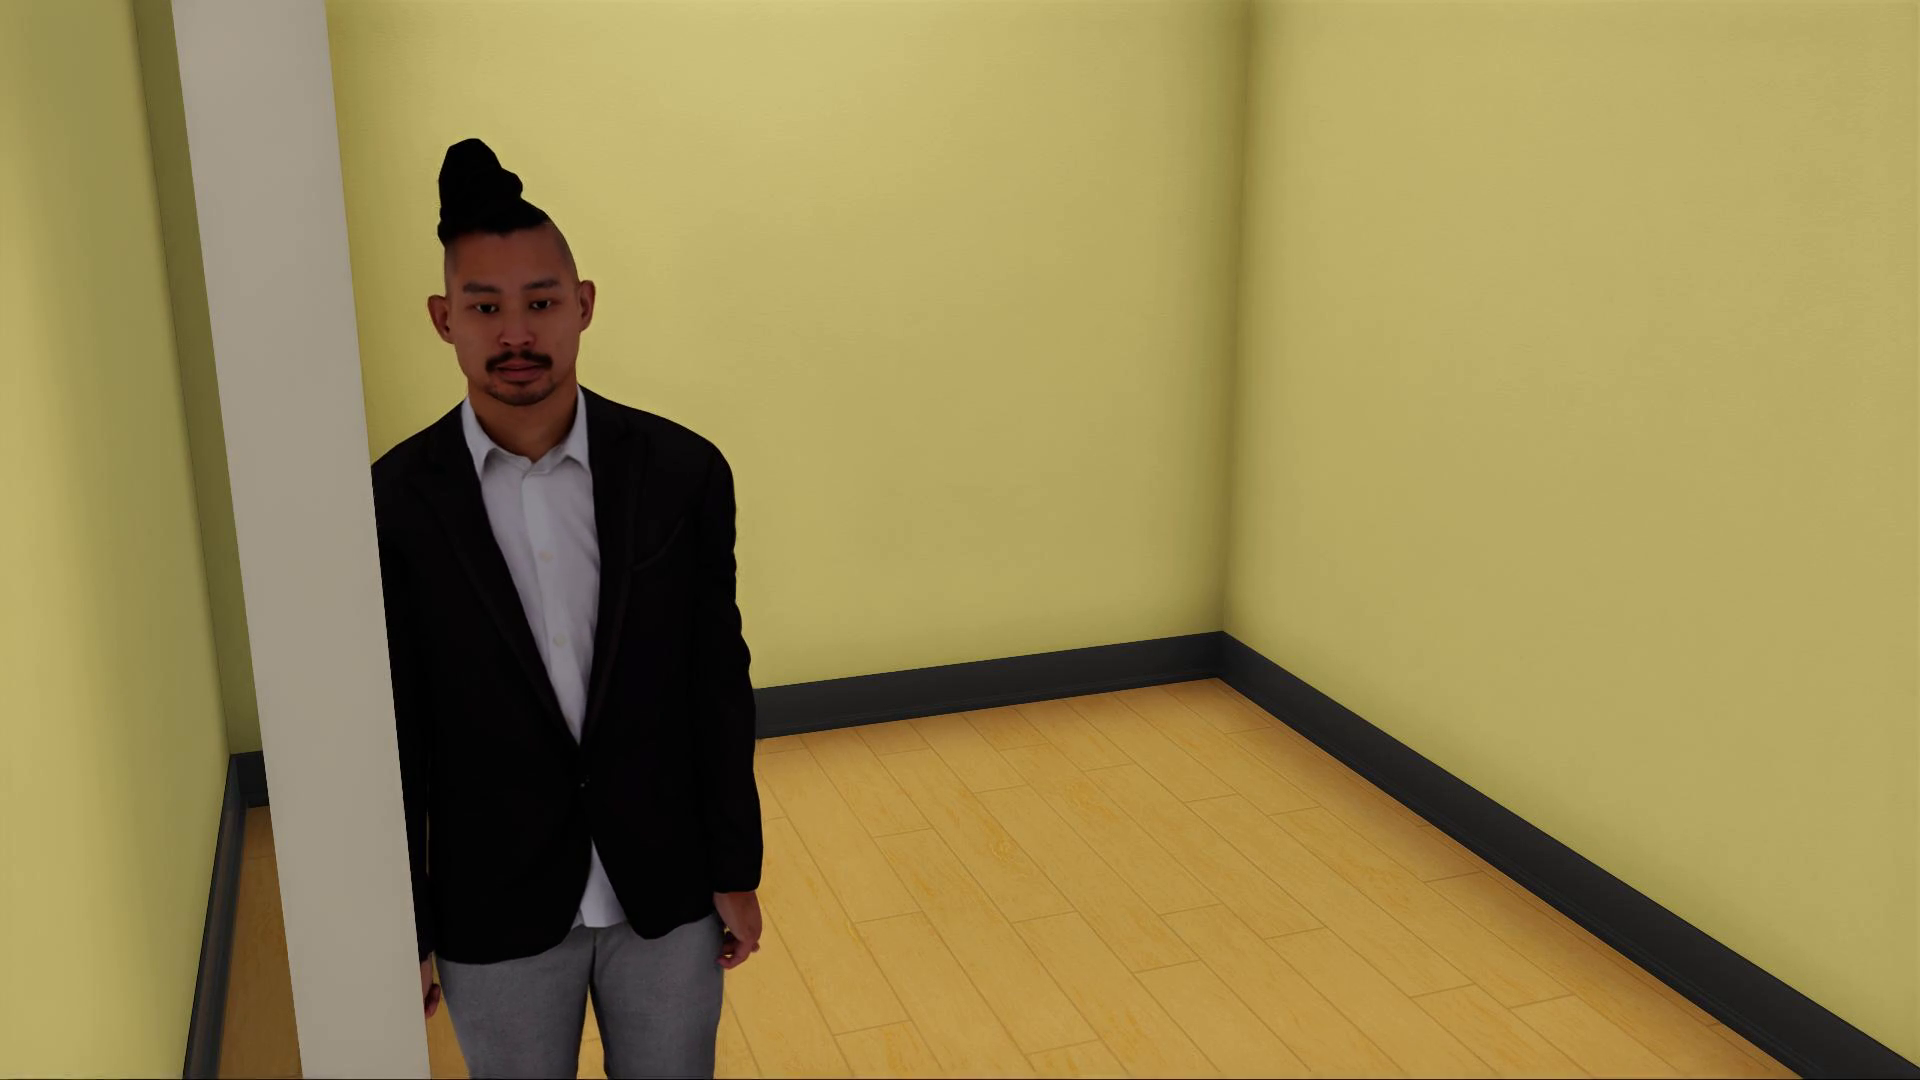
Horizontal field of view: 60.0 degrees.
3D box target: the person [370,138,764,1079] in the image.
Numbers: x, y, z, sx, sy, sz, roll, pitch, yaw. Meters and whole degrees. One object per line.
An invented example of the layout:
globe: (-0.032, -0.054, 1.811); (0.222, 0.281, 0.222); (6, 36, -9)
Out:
person: (-0.549, 0.434, 2.341); (0.504, 1.951, 0.757); (-6, 17, -19)
